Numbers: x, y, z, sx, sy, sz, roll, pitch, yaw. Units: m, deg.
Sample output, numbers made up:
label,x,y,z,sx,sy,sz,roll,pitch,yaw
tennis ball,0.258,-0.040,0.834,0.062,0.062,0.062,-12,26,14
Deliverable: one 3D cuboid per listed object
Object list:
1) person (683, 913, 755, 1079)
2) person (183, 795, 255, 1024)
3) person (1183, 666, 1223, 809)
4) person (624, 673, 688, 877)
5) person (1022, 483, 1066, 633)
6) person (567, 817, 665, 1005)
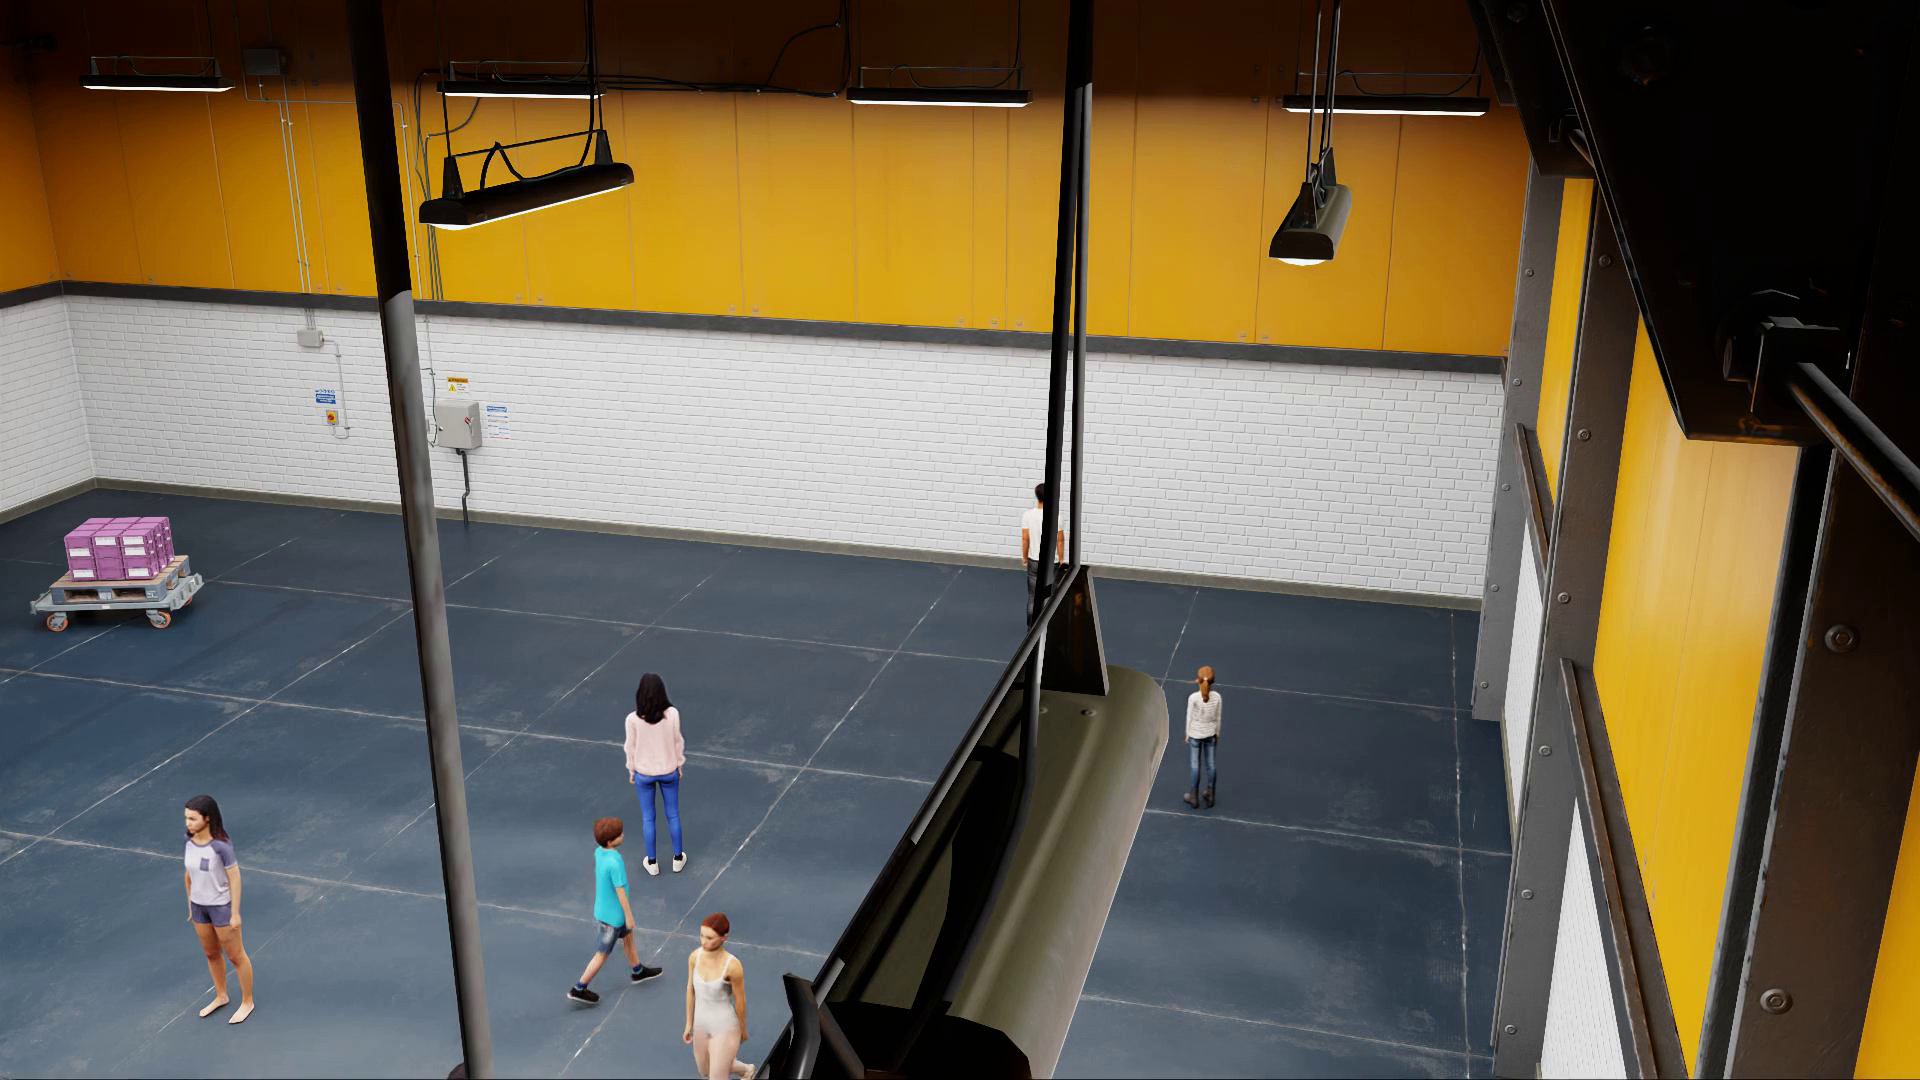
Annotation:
label,x,y,z,sx,sy,sz,roll,pitch,yaw
person,-1.497,3.067,10.580,0.707,1.622,0.975,10,21,28
person,-5.280,2.598,11.798,0.594,1.734,0.515,6,20,18
person,2.186,1.764,14.936,0.527,1.312,0.556,-3,19,-9
person,-2.504,1.931,13.724,0.719,1.769,0.703,-4,19,-11
person,0.931,0.240,18.702,0.634,1.797,0.521,5,19,14
person,-2.591,2.689,12.019,0.985,1.420,0.943,-9,21,-25
